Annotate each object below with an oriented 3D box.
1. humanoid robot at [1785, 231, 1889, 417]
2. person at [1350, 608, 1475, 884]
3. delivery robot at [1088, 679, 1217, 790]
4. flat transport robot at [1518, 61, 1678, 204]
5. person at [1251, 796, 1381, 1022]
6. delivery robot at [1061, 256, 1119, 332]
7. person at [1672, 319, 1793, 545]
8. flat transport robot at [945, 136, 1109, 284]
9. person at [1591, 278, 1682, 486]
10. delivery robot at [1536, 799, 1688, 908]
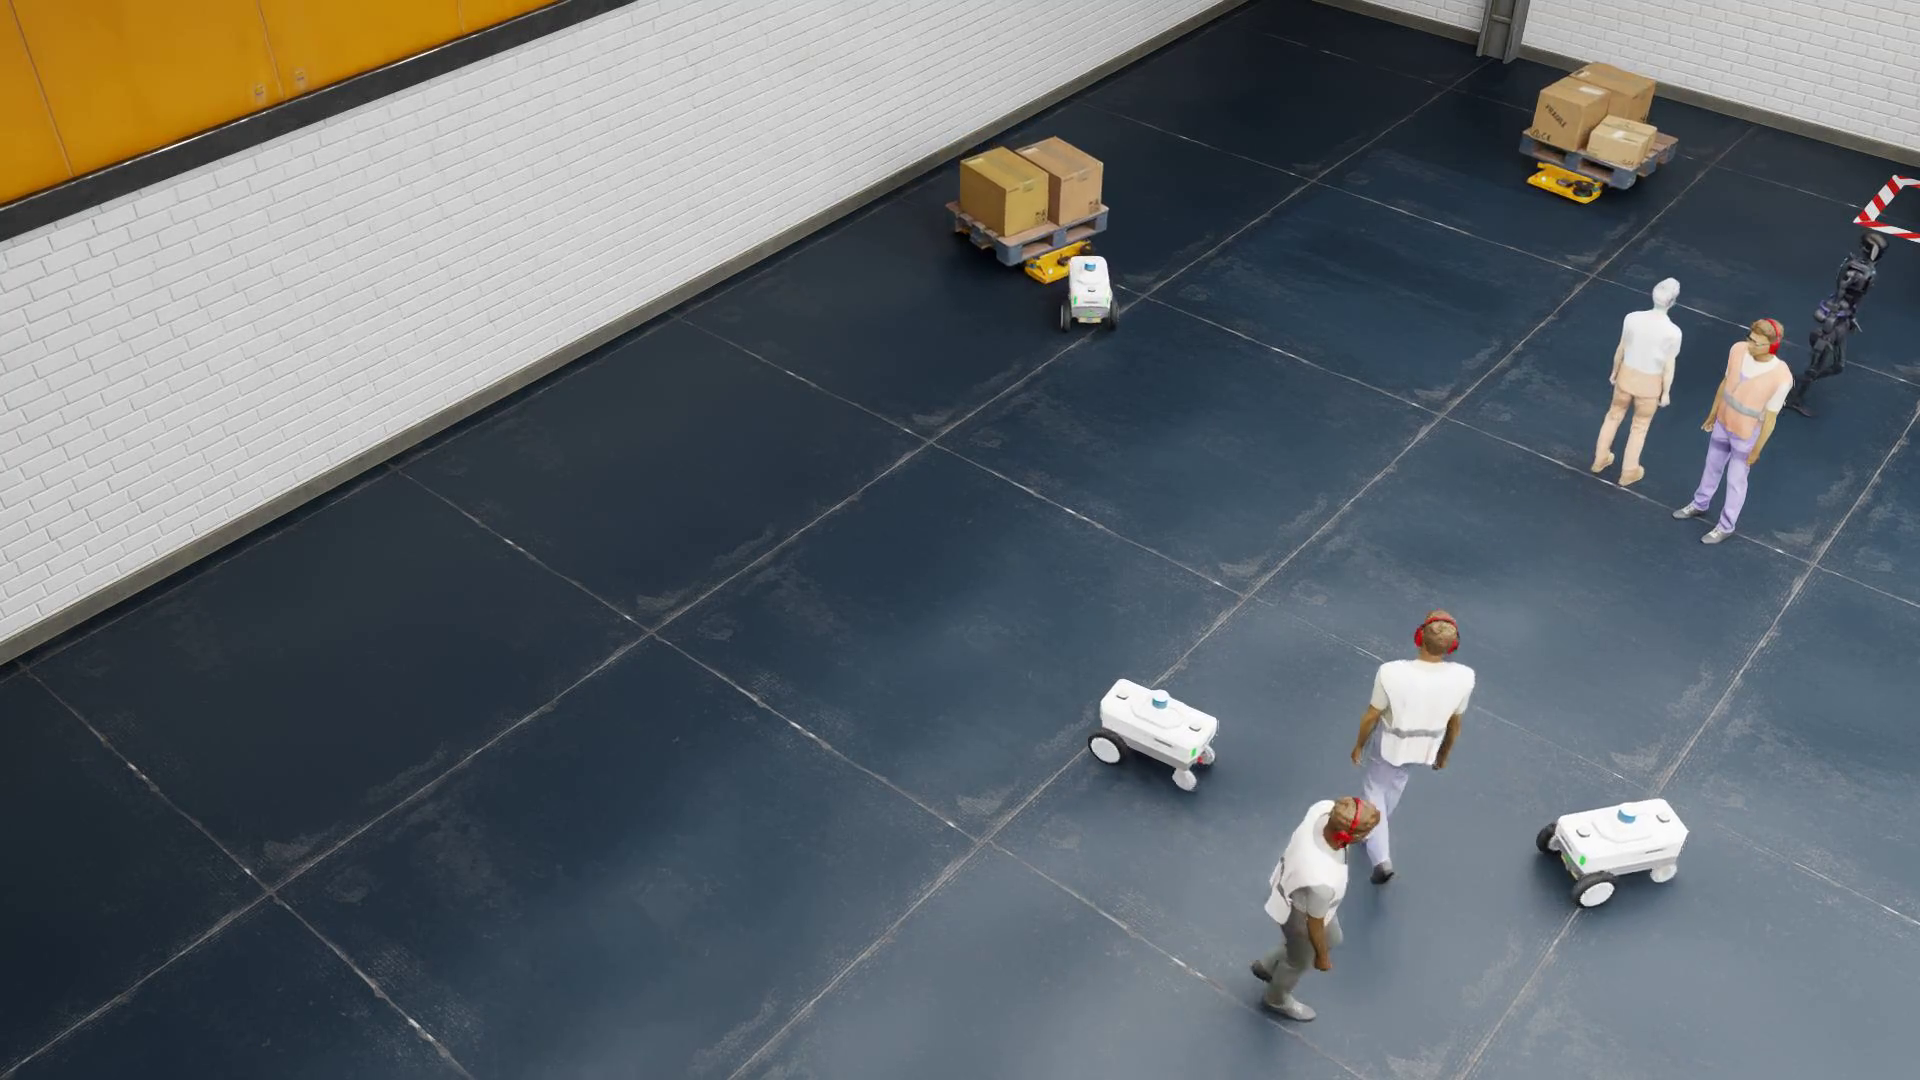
[{"bbox_3d":[7.001,-1.739,13.320,0.612,1.644,0.369,-30,48,-32],"label":"humanoid robot"},{"bbox_3d":[2.578,1.217,9.548,0.616,1.806,0.694,-3,39,-3],"label":"person"},{"bbox_3d":[1.230,1.199,10.585,0.807,0.613,0.499,22,44,25],"label":"delivery robot"},{"bbox_3d":[6.504,-3.851,17.066,1.431,0.231,0.659,-31,48,-33],"label":"flat transport robot"},{"bbox_3d":[1.823,1.939,8.644,0.476,1.811,0.604,9,40,11],"label":"person"},{"bbox_3d":[1.153,-2.201,14.793,0.512,0.598,0.769,0,39,0],"label":"delivery robot"},{"bbox_3d":[5.650,-0.806,12.042,0.383,1.836,0.559,-12,40,-14],"label":"person"},{"bbox_3d":[0.623,-2.888,15.872,0.659,0.231,1.431,-25,45,-28],"label":"flat transport robot"},{"bbox_3d":[5.162,-1.204,12.605,0.331,1.744,0.478,-30,47,-32],"label":"person"},{"bbox_3d":[3.872,1.789,9.827,0.768,0.581,0.499,-8,40,-10],"label":"delivery robot"}]
